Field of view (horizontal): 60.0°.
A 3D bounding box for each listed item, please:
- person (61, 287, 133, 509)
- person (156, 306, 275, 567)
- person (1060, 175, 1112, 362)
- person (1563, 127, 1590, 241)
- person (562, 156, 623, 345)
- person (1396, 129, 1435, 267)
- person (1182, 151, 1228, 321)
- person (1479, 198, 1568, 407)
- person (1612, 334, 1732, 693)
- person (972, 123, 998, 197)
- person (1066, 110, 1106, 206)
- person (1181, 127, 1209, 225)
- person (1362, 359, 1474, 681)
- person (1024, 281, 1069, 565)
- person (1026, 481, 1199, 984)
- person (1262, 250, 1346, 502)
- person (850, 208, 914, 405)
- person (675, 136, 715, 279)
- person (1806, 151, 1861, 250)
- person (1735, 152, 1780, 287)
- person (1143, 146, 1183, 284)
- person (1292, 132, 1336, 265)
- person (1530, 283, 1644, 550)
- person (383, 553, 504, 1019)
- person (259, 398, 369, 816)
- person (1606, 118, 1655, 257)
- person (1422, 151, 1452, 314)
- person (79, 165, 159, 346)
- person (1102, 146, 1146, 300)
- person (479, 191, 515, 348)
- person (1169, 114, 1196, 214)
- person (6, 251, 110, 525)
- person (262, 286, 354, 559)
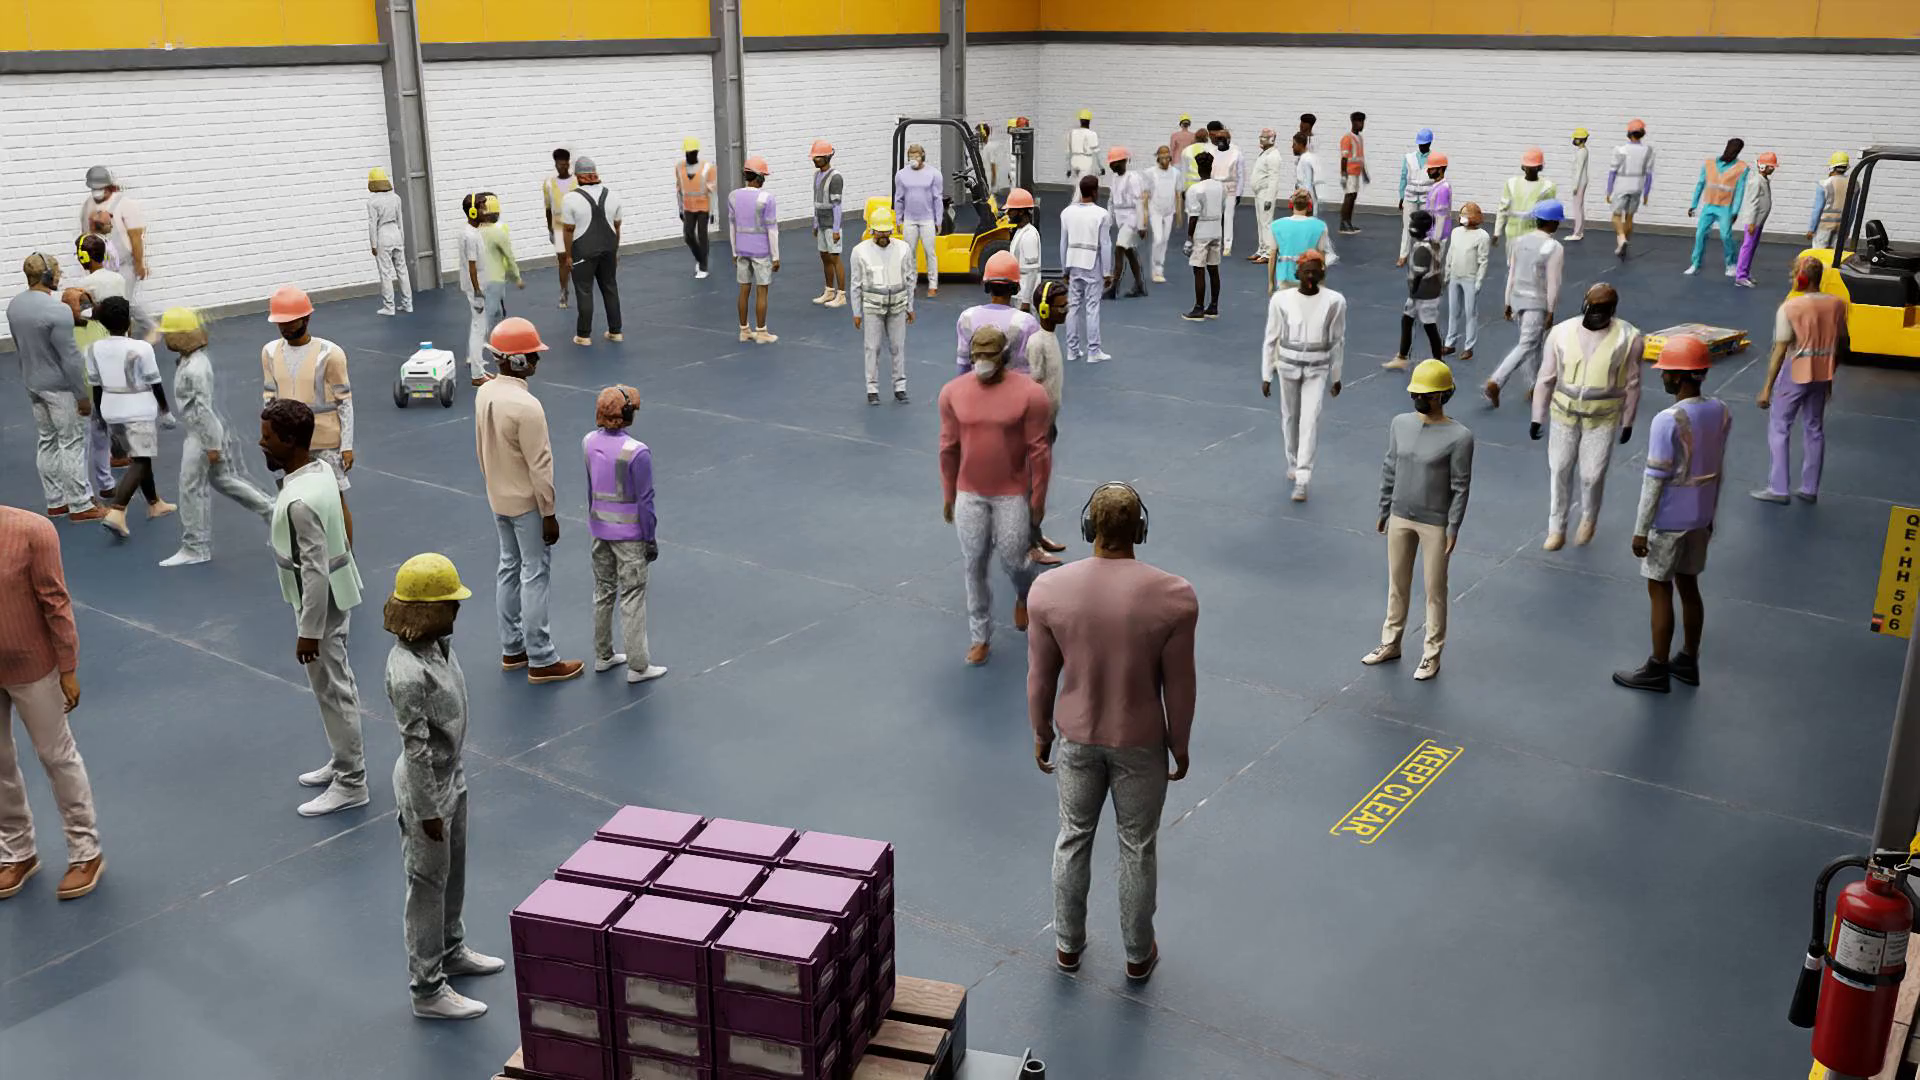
[{"bbox_3d":[-6.369,-1.042,12.175,0.269,1.632,0.505,5,18,14],"label":"person"},{"bbox_3d":[-4.933,-0.703,10.990,0.803,1.717,0.492,-9,20,-25],"label":"person"},{"bbox_3d":[1.298,-2.804,17.223,0.587,1.920,0.395,13,22,36],"label":"person"},{"bbox_3d":[9.772,-5.634,26.340,0.361,1.760,0.526,8,19,22],"label":"person"},{"bbox_3d":[-4.031,-3.174,18.183,0.690,2.000,0.542,-14,22,-37],"label":"person"},{"bbox_3d":[6.504,-4.828,23.526,0.602,1.938,0.401,8,19,24],"label":"person"},{"bbox_3d":[2.863,-3.556,19.501,0.608,1.963,0.372,-14,22,-37],"label":"person"},{"bbox_3d":[5.201,-2.167,15.260,0.943,1.913,0.613,-7,19,-21],"label":"person"},{"bbox_3d":[3.800,-0.137,8.889,0.562,1.925,0.417,-10,20,-28],"label":"person"},{"bbox_3d":[0.415,-5.566,26.001,0.514,1.838,0.524,-4,18,-12],"label":"person"},{"bbox_3d":[2.177,-6.456,28.719,1.004,1.872,0.607,-16,24,-41],"label":"person"},{"bbox_3d":[3.714,-5.462,25.750,0.634,1.803,0.925,3,18,9],"label":"person"},{"bbox_3d":[2.505,-0.115,9.060,0.308,1.769,0.524,-16,24,-41],"label":"person"},{"bbox_3d":[0.562,-0.777,10.963,0.325,1.871,0.516,4,18,11],"label":"person"},{"bbox_3d":[0.554,0.727,6.163,0.625,1.933,0.375,5,18,14],"label":"person"},{"bbox_3d":[2.590,-1.271,12.578,0.589,1.832,1.014,4,18,13],"label":"person"},{"bbox_3d":[-0.710,-2.149,15.346,0.601,1.817,0.403,-6,19,-18],"label":"person"},{"bbox_3d":[-3.577,-4.526,22.618,0.592,1.914,0.510,5,18,14],"label":"person"},{"bbox_3d":[10.994,-3.976,21.028,0.602,1.830,0.404,-3,18,-9],"label":"person"},{"bbox_3d":[10.534,-4.230,21.955,0.343,1.747,0.572,12,22,34],"label":"person"},{"bbox_3d":[2.717,-4.302,22.073,0.529,1.814,0.573,-6,19,-17],"label":"person"},{"bbox_3d":[5.102,-4.899,23.874,0.723,1.873,0.611,2,18,6],"label":"person"},{"bbox_3d":[4.173,-0.814,11.137,0.643,1.829,0.449,12,21,32],"label":"person"},{"bbox_3d":[-1.867,0.879,6.010,0.318,1.737,0.486,-1,18,-3],"label":"person"},{"bbox_3d":[-2.901,0.299,7.519,0.393,1.920,0.591,-6,19,-17],"label":"person"},{"bbox_3d":[9.809,-5.138,24.360,0.616,2.025,0.755,1,18,4],"label":"person"},{"bbox_3d":[5.673,-3.674,19.935,0.389,1.929,0.545,3,18,9],"label":"person"},{"bbox_3d":[-8.901,-2.940,17.453,0.704,2.000,0.572,5,18,14],"label":"person"},{"bbox_3d":[1.985,-3.983,20.954,0.897,1.891,0.569,-7,19,-21],"label":"person"},{"bbox_3d":[-5.111,-2.939,18.067,0.536,1.663,0.851,8,19,23],"label":"person"},{"bbox_3d":[3.992,-6.728,29.771,0.532,1.756,0.339,-2,18,-7],"label":"person"},{"bbox_3d":[-6.403,-1.064,11.765,0.639,1.934,0.369,10,20,29],"label":"person"},{"bbox_3d":[-4.057,-0.617,10.356,0.552,1.933,0.372,2,18,7],"label":"person"}]
